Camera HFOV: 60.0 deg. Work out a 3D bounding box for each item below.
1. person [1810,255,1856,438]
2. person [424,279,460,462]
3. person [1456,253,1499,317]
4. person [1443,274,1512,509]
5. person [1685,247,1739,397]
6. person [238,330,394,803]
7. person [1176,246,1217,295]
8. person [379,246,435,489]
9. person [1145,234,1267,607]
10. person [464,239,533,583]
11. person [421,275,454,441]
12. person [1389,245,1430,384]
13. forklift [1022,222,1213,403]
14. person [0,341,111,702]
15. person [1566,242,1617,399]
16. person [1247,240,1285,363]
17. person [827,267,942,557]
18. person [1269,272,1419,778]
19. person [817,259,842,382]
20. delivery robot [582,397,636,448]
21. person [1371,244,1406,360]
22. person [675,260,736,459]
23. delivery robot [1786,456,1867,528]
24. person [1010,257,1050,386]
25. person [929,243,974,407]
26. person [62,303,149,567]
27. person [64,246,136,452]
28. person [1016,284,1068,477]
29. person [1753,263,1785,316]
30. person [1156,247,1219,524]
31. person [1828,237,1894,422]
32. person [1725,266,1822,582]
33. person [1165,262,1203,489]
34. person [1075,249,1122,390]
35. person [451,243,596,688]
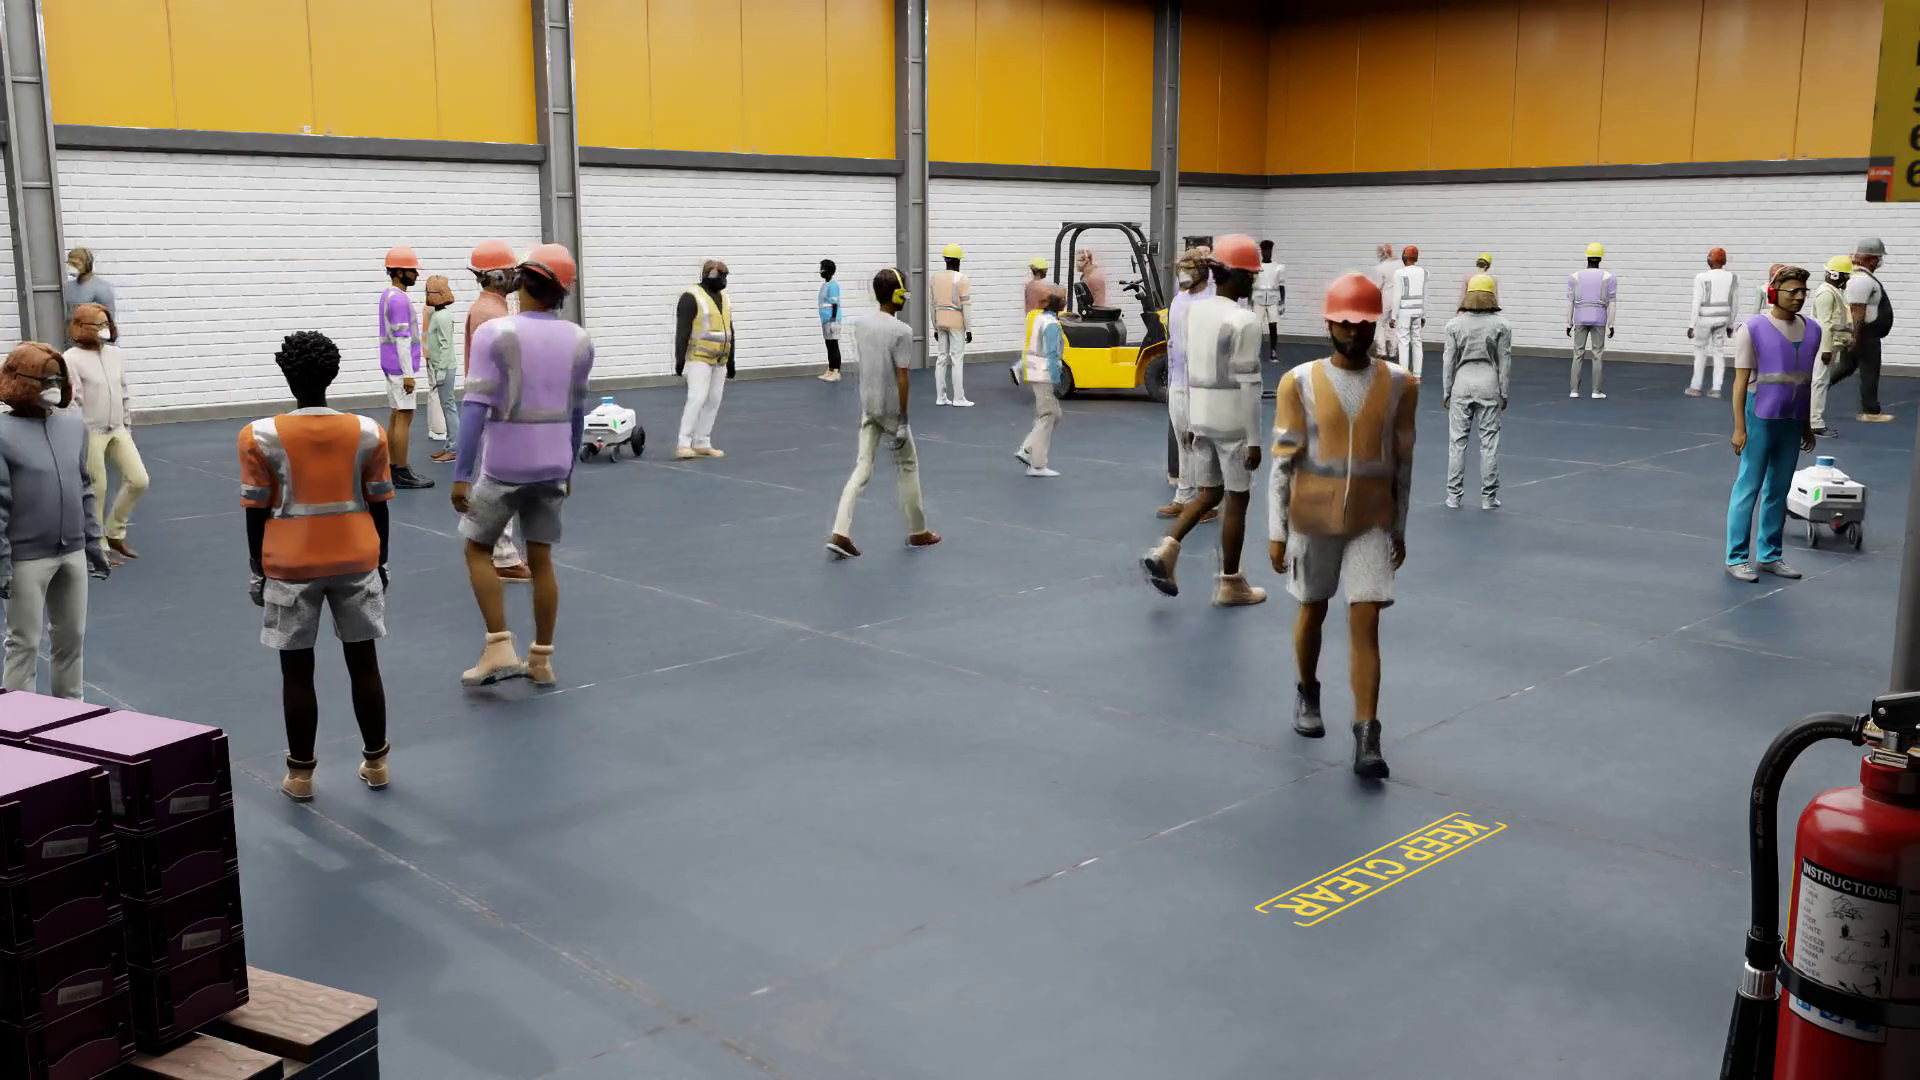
[{"bbox_3d":[8.755,-1.948,16.751,0.403,1.827,0.586,6,12,29],"label":"person"},{"bbox_3d":[-4.648,-1.516,14.915,0.284,1.636,0.497,-4,11,-19],"label":"person"},{"bbox_3d":[7.895,-3.497,25.408,0.602,1.736,0.778,6,12,30],"label":"person"},{"bbox_3d":[3.832,-1.096,12.358,0.485,1.736,0.308,4,11,21],"label":"person"},{"bbox_3d":[9.423,-2.725,20.889,0.615,1.885,0.459,0,10,-2],"label":"person"},{"bbox_3d":[-2.291,0.096,5.982,0.529,1.688,0.321,-7,13,-35],"label":"person"},{"bbox_3d":[2.803,-2.456,19.330,0.639,1.900,0.401,0,10,0],"label":"person"},{"bbox_3d":[-4.453,-1.382,13.360,0.377,1.936,0.549,-5,12,-26],"label":"person"},{"bbox_3d":[1.378,-0.620,8.948,0.629,2.030,0.635,-6,12,-29],"label":"person"},{"bbox_3d":[-2.696,-0.750,9.753,0.374,1.997,0.613,-5,11,-25],"label":"person"},{"bbox_3d":[-5.148,-1.790,16.424,0.313,1.635,0.523,-6,12,-28],"label":"person"},{"bbox_3d":[6.100,-3.051,22.610,0.578,1.882,0.346,-5,11,-23],"label":"person"},{"bbox_3d":[1.935,-2.847,20.651,2.313,2.155,1.214,2,11,13],"label":"forklift"},{"bbox_3d":[-3.447,0.069,6.283,0.285,1.632,0.498,3,11,18],"label":"person"},{"bbox_3d":[7.814,-2.707,20.607,0.592,1.929,0.356,6,12,29],"label":"person"},{"bbox_3d":[4.862,-3.793,26.476,0.605,1.954,0.368,1,10,7],"label":"person"},{"bbox_3d":[-0.496,-0.810,10.547,0.514,1.834,0.956,7,13,34],"label":"person"},{"bbox_3d":[1.468,-0.077,6.404,0.560,1.882,0.969,1,10,8],"label":"person"},{"bbox_3d":[-1.810,-3.052,23.128,0.320,1.697,0.543,-4,11,-20],"label":"person"},{"bbox_3d":[-3.187,-1.053,15.086,0.477,0.478,0.707,1,10,3],"label":"delivery robot"},{"bbox_3d":[6.942,-3.834,26.958,0.689,1.888,0.431,-5,11,-23],"label":"person"},{"bbox_3d":[-2.290,-1.631,15.110,0.430,1.798,0.706,6,12,31],"label":"person"},{"bbox_3d":[5.729,-0.313,11.050,0.477,0.478,0.707,1,11,8],"label":"delivery robot"},{"bbox_3d":[0.959,-2.884,22.102,0.701,1.744,0.530,-5,12,-27],"label":"person"},{"bbox_3d":[-0.096,-2.534,19.670,0.587,1.928,0.363,8,13,37],"label":"person"},{"bbox_3d":[-5.222,-0.632,10.143,0.369,1.616,0.520,3,11,18],"label":"person"},{"bbox_3d":[-8.065,-1.772,15.530,0.645,1.925,0.606,6,12,31],"label":"person"},{"bbox_3d":[0.727,-1.329,13.928,0.359,1.618,0.570,-2,11,-10],"label":"person"},{"bbox_3d":[11.047,-2.926,22.587,0.513,1.642,0.313,6,12,30],"label":"person"},{"bbox_3d":[1.655,-1.083,11.727,0.357,1.937,0.637,-5,12,-26],"label":"person"},{"bbox_3d":[9.752,-2.319,18.189,0.883,2.000,0.675,3,11,15],"label":"person"},{"bbox_3d":[4.774,-0.681,9.789,0.573,1.843,0.374,-4,11,-19],"label":"person"},{"bbox_3d":[1.821,-1.341,13.387,0.337,1.845,0.514,1,10,6],"label":"person"},{"bbox_3d":[1.780,-2.878,21.820,0.843,1.848,0.664,-1,10,-4],"label":"person"},{"bbox_3d":[-1.938,-0.315,7.437,0.412,1.991,0.734,10,14,44],"label":"person"}]
